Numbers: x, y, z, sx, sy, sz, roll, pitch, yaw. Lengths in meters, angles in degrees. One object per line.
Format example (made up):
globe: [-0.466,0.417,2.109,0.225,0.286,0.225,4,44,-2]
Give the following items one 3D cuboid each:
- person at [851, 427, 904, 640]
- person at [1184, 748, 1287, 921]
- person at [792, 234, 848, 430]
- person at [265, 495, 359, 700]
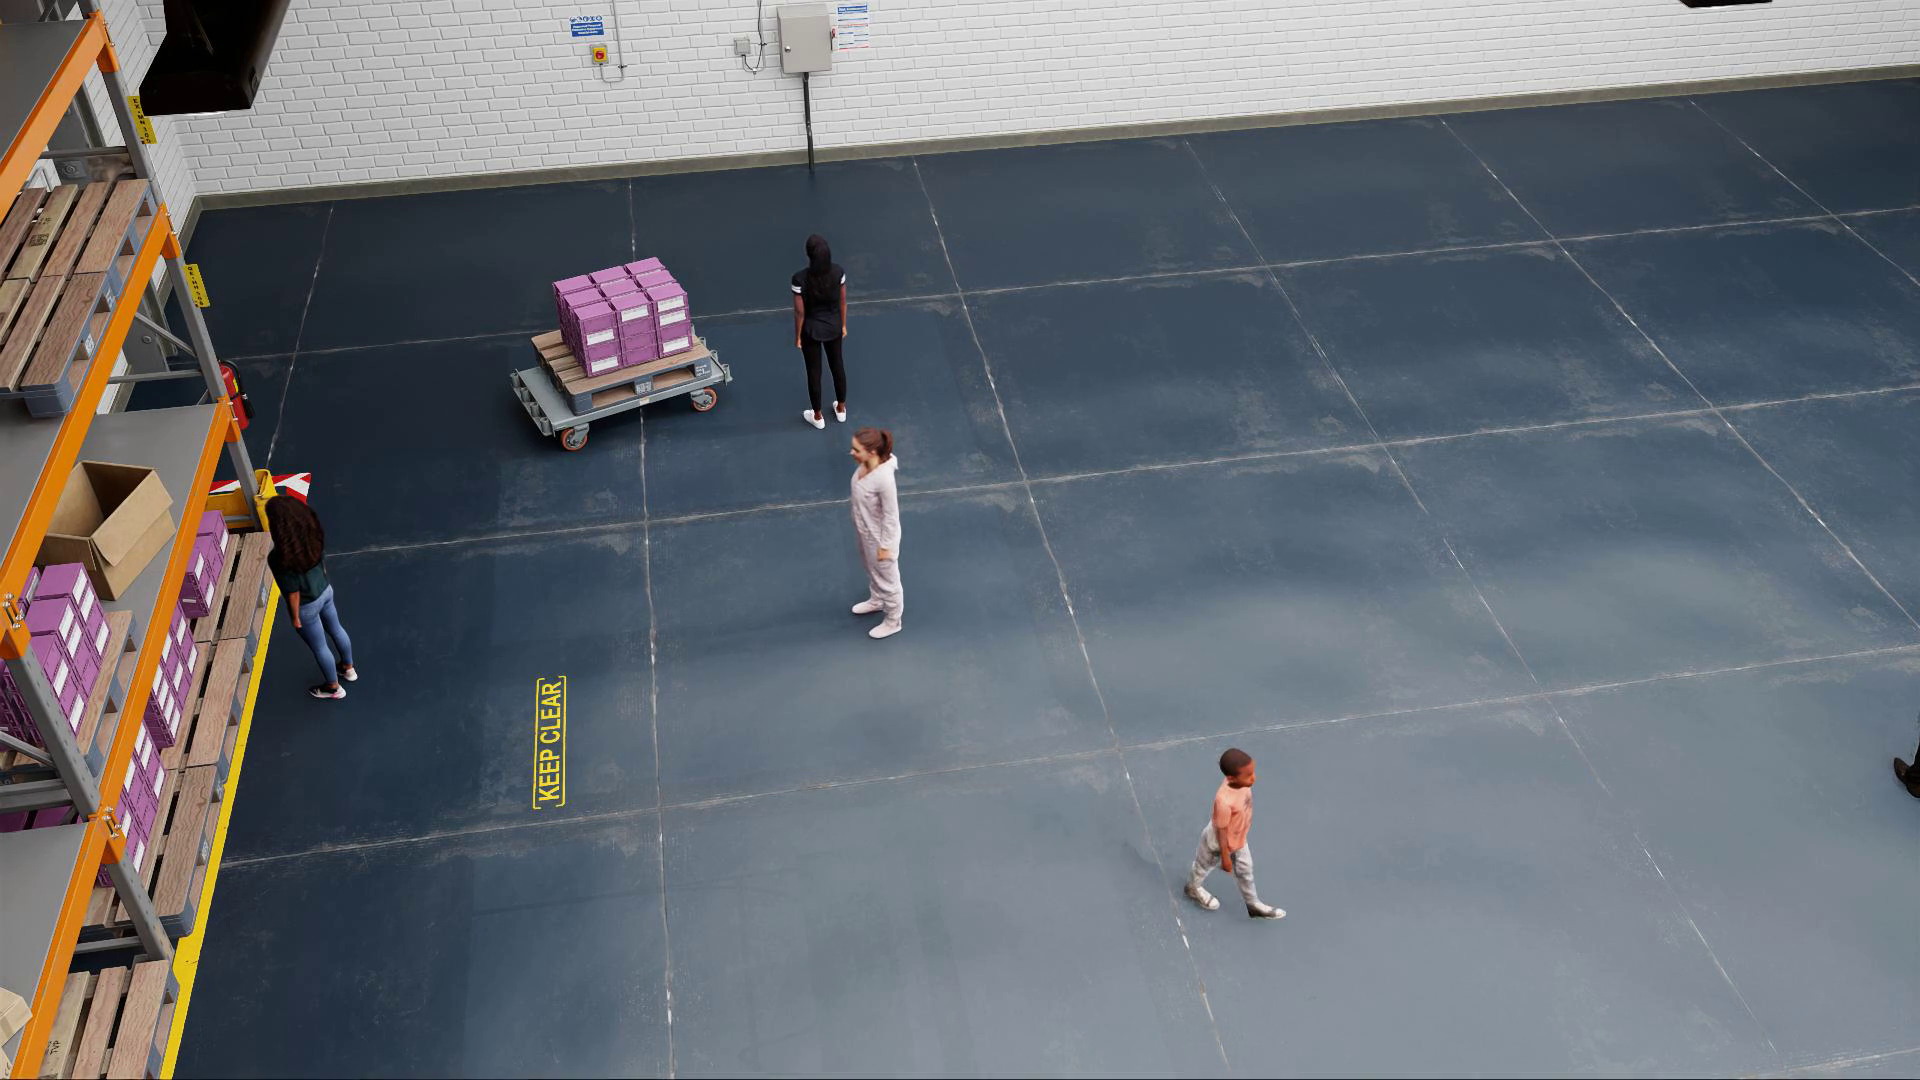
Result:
person: [-0.552,-0.084,11.438,0.753,1.693,0.599,-16,41,-19]
person: [1.469,1.668,9.568,0.895,1.288,0.820,26,45,29]
person: [-1.116,-1.691,13.421,0.675,1.729,0.670,-17,42,-21]
person: [-4.273,0.368,10.933,0.761,1.617,0.671,11,40,13]
